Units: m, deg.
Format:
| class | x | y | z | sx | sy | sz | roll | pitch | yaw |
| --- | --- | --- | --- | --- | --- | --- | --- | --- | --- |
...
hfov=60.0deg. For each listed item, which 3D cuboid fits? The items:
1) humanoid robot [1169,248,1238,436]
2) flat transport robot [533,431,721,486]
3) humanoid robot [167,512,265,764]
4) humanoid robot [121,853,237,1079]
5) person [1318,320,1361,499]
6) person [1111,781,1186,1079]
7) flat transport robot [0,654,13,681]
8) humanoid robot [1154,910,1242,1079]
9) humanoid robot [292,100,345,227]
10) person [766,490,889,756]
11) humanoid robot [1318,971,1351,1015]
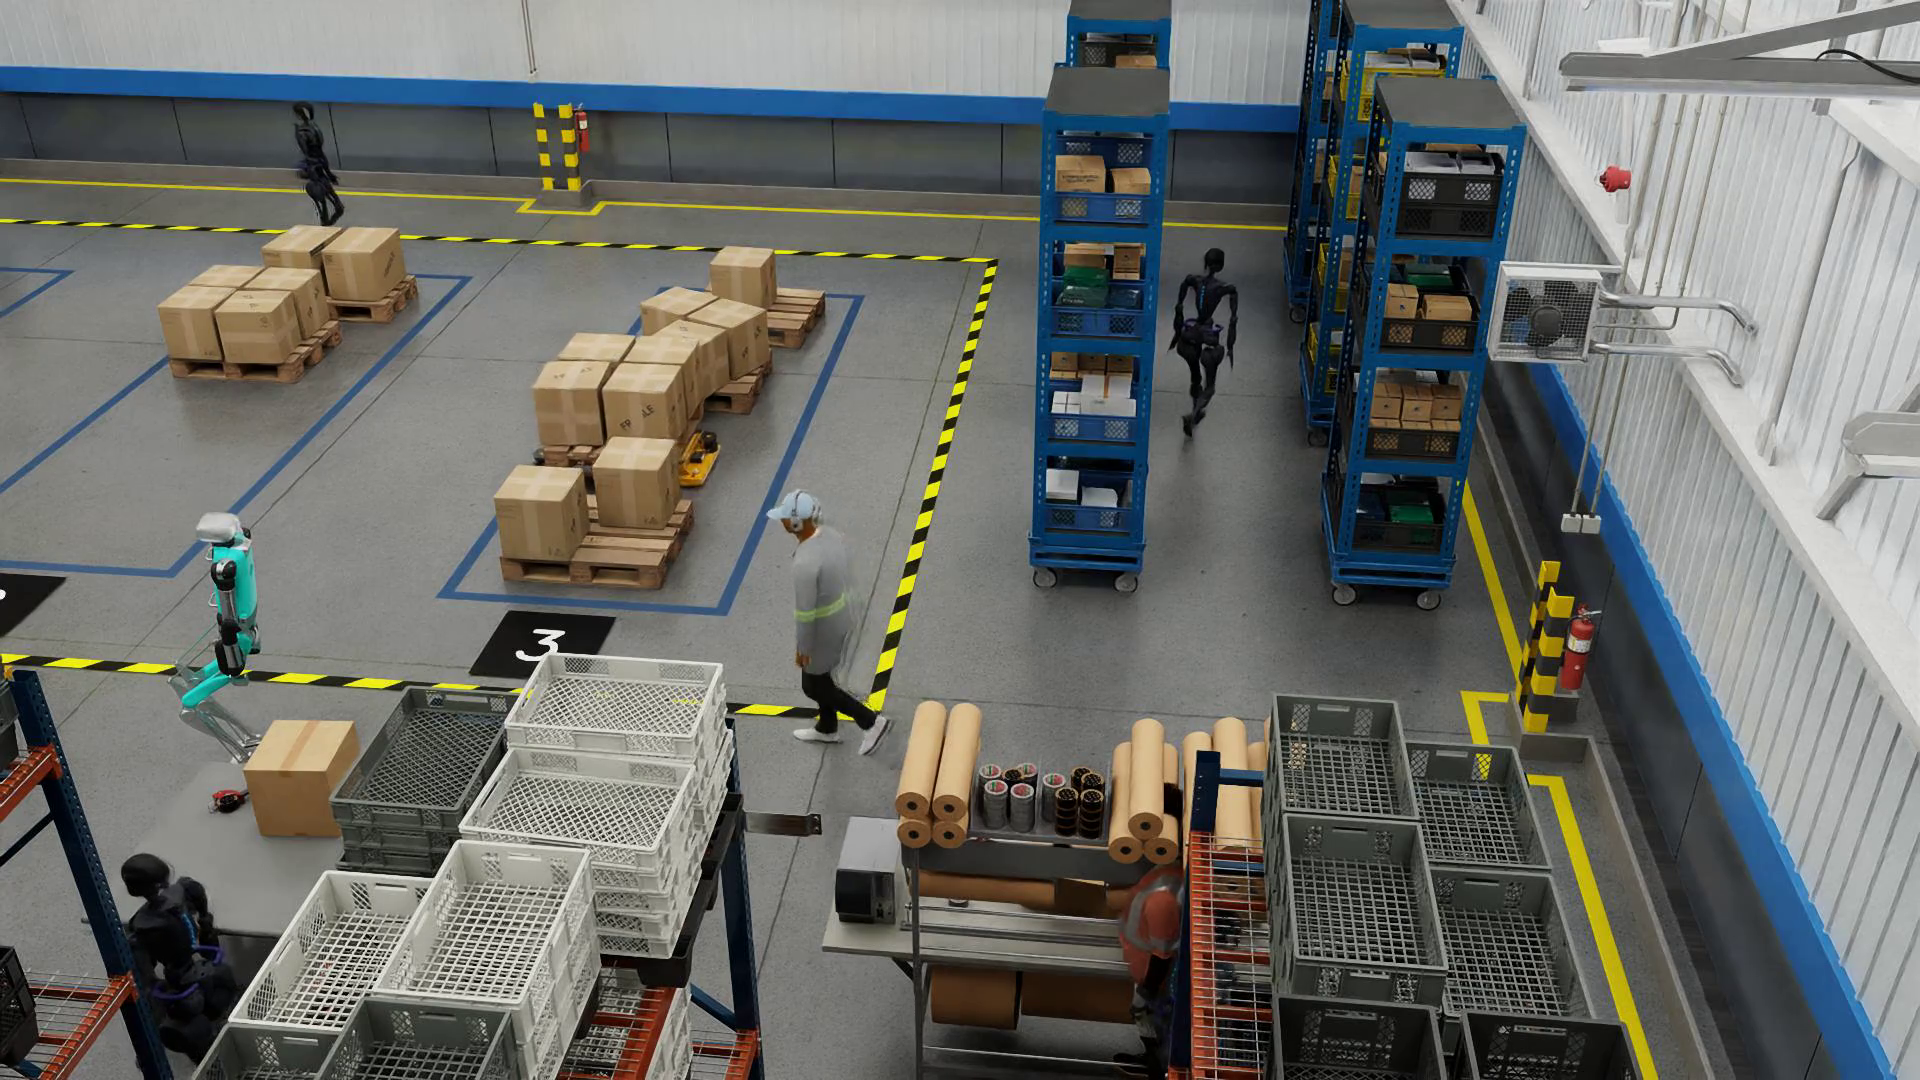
| class | x | y | z | sx | sy | sz | roll | pitch | yaw |
| --- | --- | --- | --- | --- | --- | --- | --- | --- | --- |
| humanoid robot | 2.029 | -1.684 | 14.187 | 0.603 | 1.634 | 0.634 | 16 | 34 | 25 |
| flat transport robot | -2.776 | -0.720 | 13.882 | 1.431 | 0.197 | 0.652 | 3 | 30 | 6 |
| humanoid robot | -4.523 | 0.619 | 10.022 | 0.735 | 1.671 | 0.533 | -5 | 31 | -8 |
| humanoid robot | -3.586 | 2.109 | 7.661 | 0.550 | 1.644 | 0.601 | 7 | 31 | 12 |
| person | 3.099 | -1.094 | 12.908 | 0.370 | 1.932 | 0.620 | -4 | 30 | -7 |
| person | 0.901 | 1.914 | 7.700 | 0.367 | 1.966 | 0.604 | 6 | 31 | 11 |
| flat transport robot | -7.142 | 0.969 | 11.010 | 1.431 | 0.231 | 0.659 | 3 | 30 | 6 |
| humanoid robot | 1.012 | 2.279 | 7.372 | 0.356 | 1.642 | 0.590 | -1 | 30 | -2 |
| humanoid robot | -6.948 | -3.941 | 18.038 | 0.349 | 1.646 | 0.602 | -2 | 30 | -3 |
| person | -0.824 | 0.529 | 10.222 | 0.680 | 1.818 | 0.598 | 4 | 30 | 7 |
| humanoid robot | 1.621 | 2.469 | 6.972 | 0.671 | 1.792 | 0.555 | 1 | 30 | 2 |
